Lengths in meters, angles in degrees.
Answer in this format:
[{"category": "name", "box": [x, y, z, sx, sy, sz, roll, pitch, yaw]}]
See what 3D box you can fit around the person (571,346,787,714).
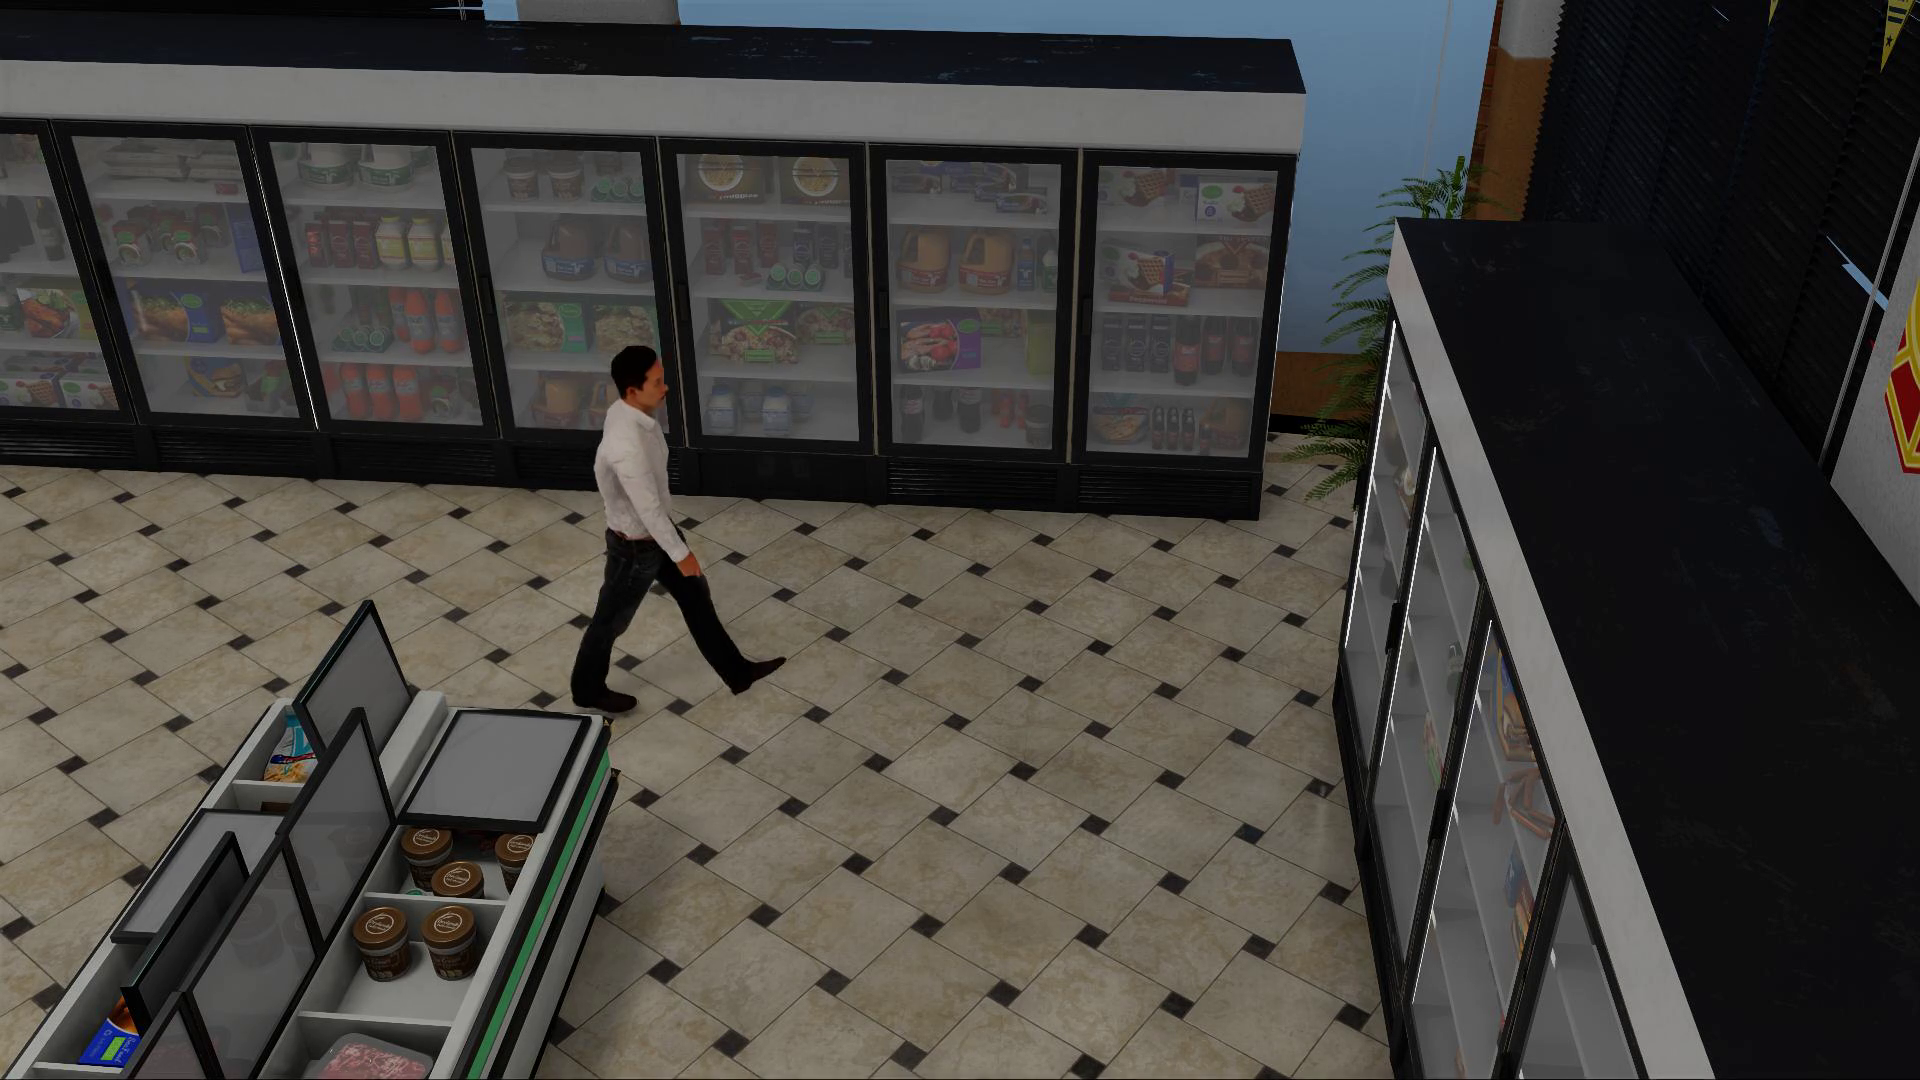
[{"category": "person", "box": [-1.437, 0.028, 6.960, 0.793, 1.762, 1.136, -1, 32, -1]}]
